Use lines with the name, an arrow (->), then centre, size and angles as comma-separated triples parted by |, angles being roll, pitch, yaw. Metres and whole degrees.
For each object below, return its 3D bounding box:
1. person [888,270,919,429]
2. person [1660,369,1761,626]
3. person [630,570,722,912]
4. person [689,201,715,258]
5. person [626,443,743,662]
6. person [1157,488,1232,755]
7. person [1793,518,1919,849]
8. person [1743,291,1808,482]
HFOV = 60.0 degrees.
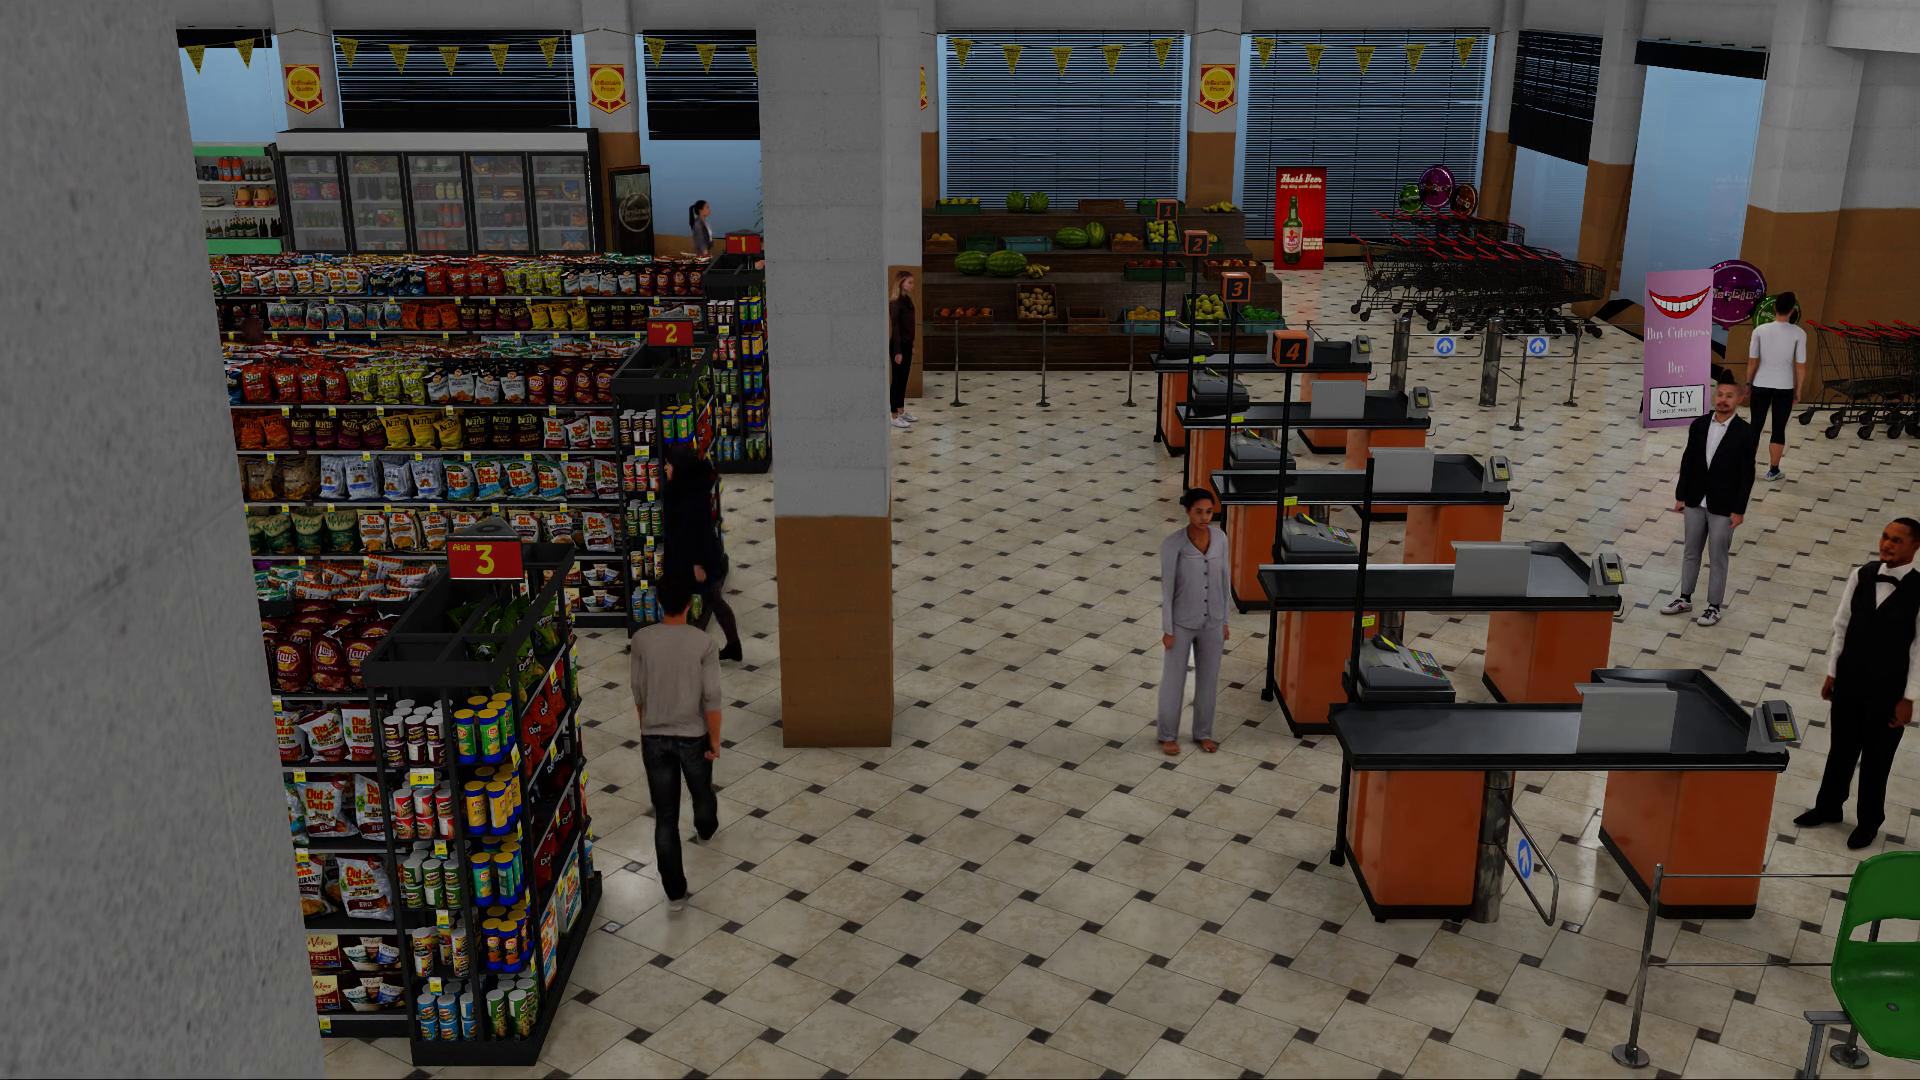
person -> -0.648, -2.104, 18.216 | 0.621, 1.705, 0.664 | 7, 20, 19
person -> 5.701, -0.328, 12.568 | 0.813, 1.948, 0.797 | -13, 23, -34
person -> -1.498, 1.079, 8.680 | 1.080, 1.767, 0.724 | -1, 19, -2
person -> -3.833, -4.051, 24.108 | 1.117, 1.630, 0.661 | 1, 19, 3
person -> -1.785, 0.131, 11.704 | 1.012, 1.631, 0.661 | 0, 19, -1
person -> 1.469, 0.497, 10.459 | 0.587, 1.733, 0.739 | -6, 19, -16
person -> 5.134, 0.781, 9.326 | 0.782, 1.918, 0.781 | -11, 22, -30
person -> 7.918, -1.498, 16.190 | 0.707, 1.851, 0.815 | 12, 22, 32
